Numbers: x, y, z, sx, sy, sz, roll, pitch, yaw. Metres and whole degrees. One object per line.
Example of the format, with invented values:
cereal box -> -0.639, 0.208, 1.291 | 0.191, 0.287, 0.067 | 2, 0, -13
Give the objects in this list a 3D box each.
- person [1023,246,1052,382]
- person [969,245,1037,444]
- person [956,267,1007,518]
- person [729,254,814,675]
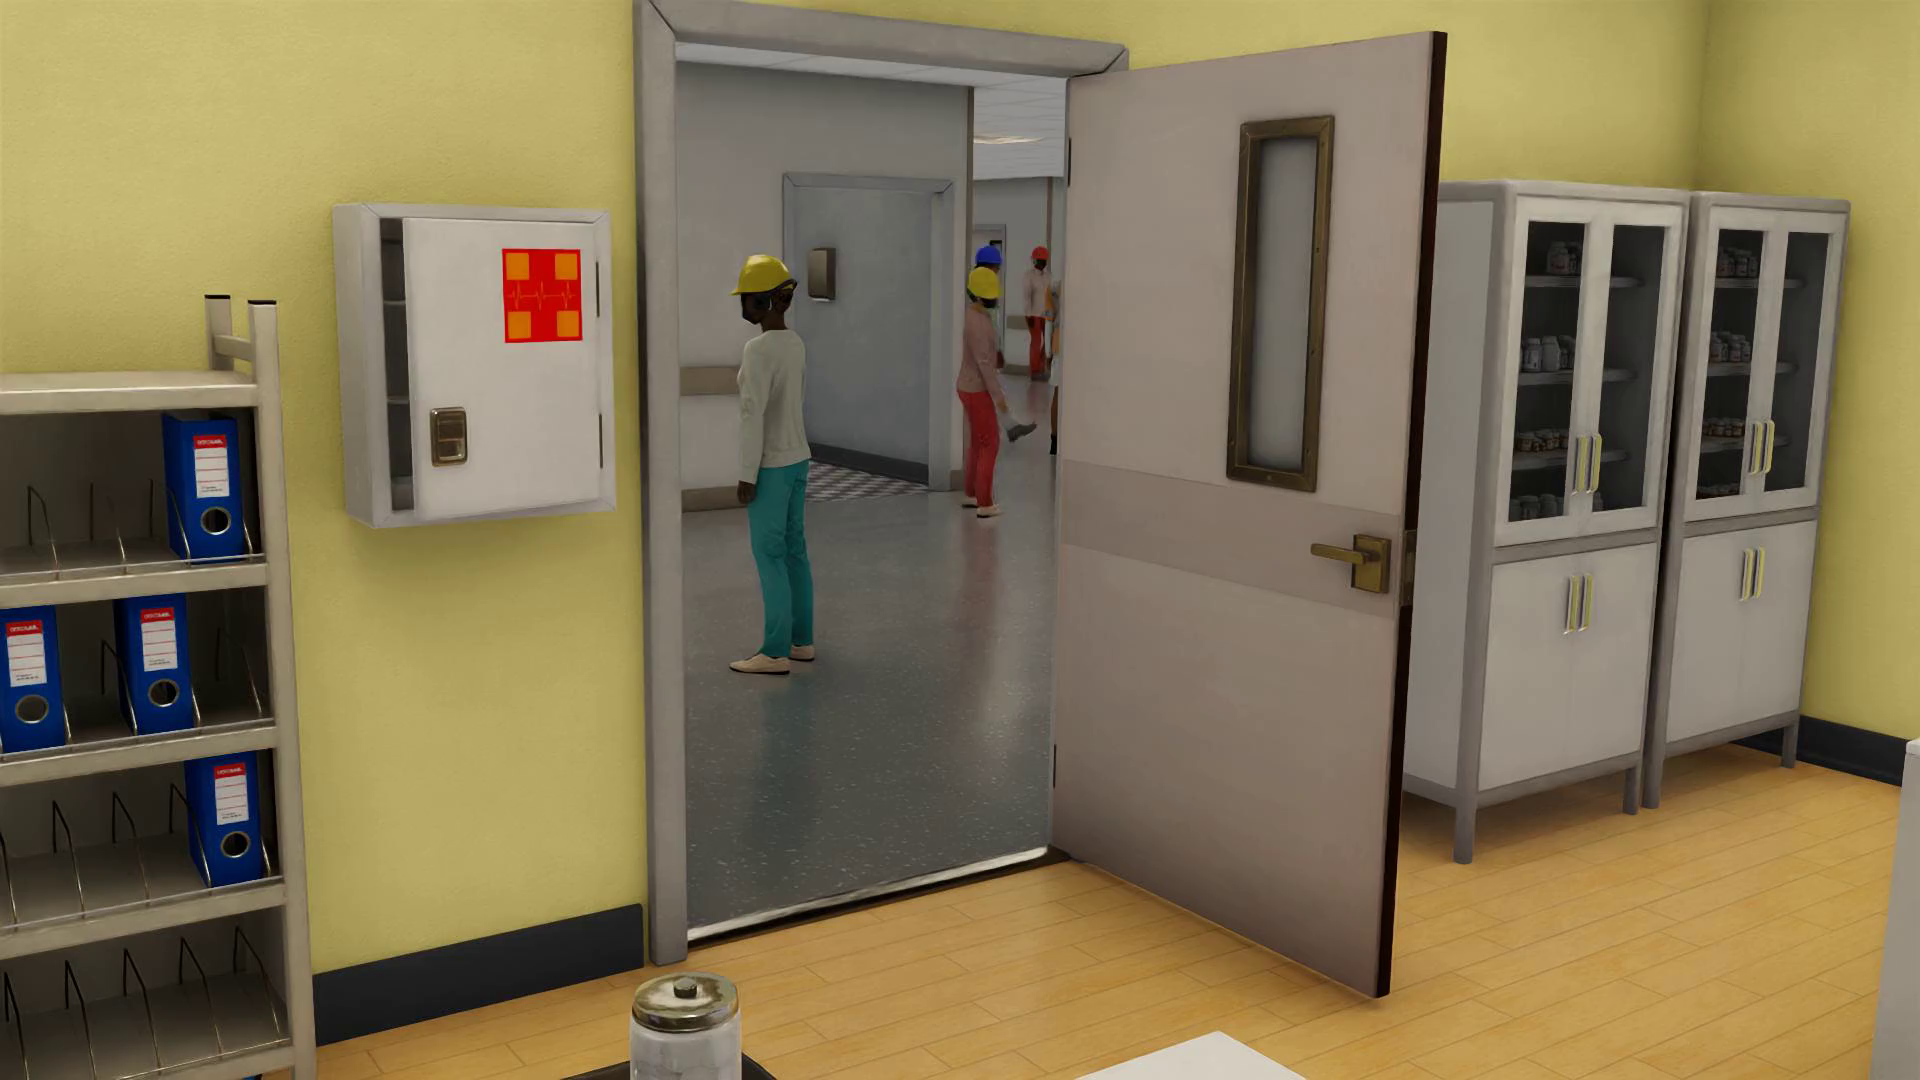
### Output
person -> 1.164, -3.296, 24.325 | 0.432, 1.976, 0.639 | 10, 13, 43
person -> 0.259, -1.843, 15.833 | 1.022, 1.887, 0.653 | -1, 10, -12
person -> 0.141, -1.018, 11.447 | 0.337, 1.711, 0.595 | 0, 10, -2
person -> -0.806, -0.316, 7.029 | 0.335, 1.757, 0.519 | 3, 10, 13
